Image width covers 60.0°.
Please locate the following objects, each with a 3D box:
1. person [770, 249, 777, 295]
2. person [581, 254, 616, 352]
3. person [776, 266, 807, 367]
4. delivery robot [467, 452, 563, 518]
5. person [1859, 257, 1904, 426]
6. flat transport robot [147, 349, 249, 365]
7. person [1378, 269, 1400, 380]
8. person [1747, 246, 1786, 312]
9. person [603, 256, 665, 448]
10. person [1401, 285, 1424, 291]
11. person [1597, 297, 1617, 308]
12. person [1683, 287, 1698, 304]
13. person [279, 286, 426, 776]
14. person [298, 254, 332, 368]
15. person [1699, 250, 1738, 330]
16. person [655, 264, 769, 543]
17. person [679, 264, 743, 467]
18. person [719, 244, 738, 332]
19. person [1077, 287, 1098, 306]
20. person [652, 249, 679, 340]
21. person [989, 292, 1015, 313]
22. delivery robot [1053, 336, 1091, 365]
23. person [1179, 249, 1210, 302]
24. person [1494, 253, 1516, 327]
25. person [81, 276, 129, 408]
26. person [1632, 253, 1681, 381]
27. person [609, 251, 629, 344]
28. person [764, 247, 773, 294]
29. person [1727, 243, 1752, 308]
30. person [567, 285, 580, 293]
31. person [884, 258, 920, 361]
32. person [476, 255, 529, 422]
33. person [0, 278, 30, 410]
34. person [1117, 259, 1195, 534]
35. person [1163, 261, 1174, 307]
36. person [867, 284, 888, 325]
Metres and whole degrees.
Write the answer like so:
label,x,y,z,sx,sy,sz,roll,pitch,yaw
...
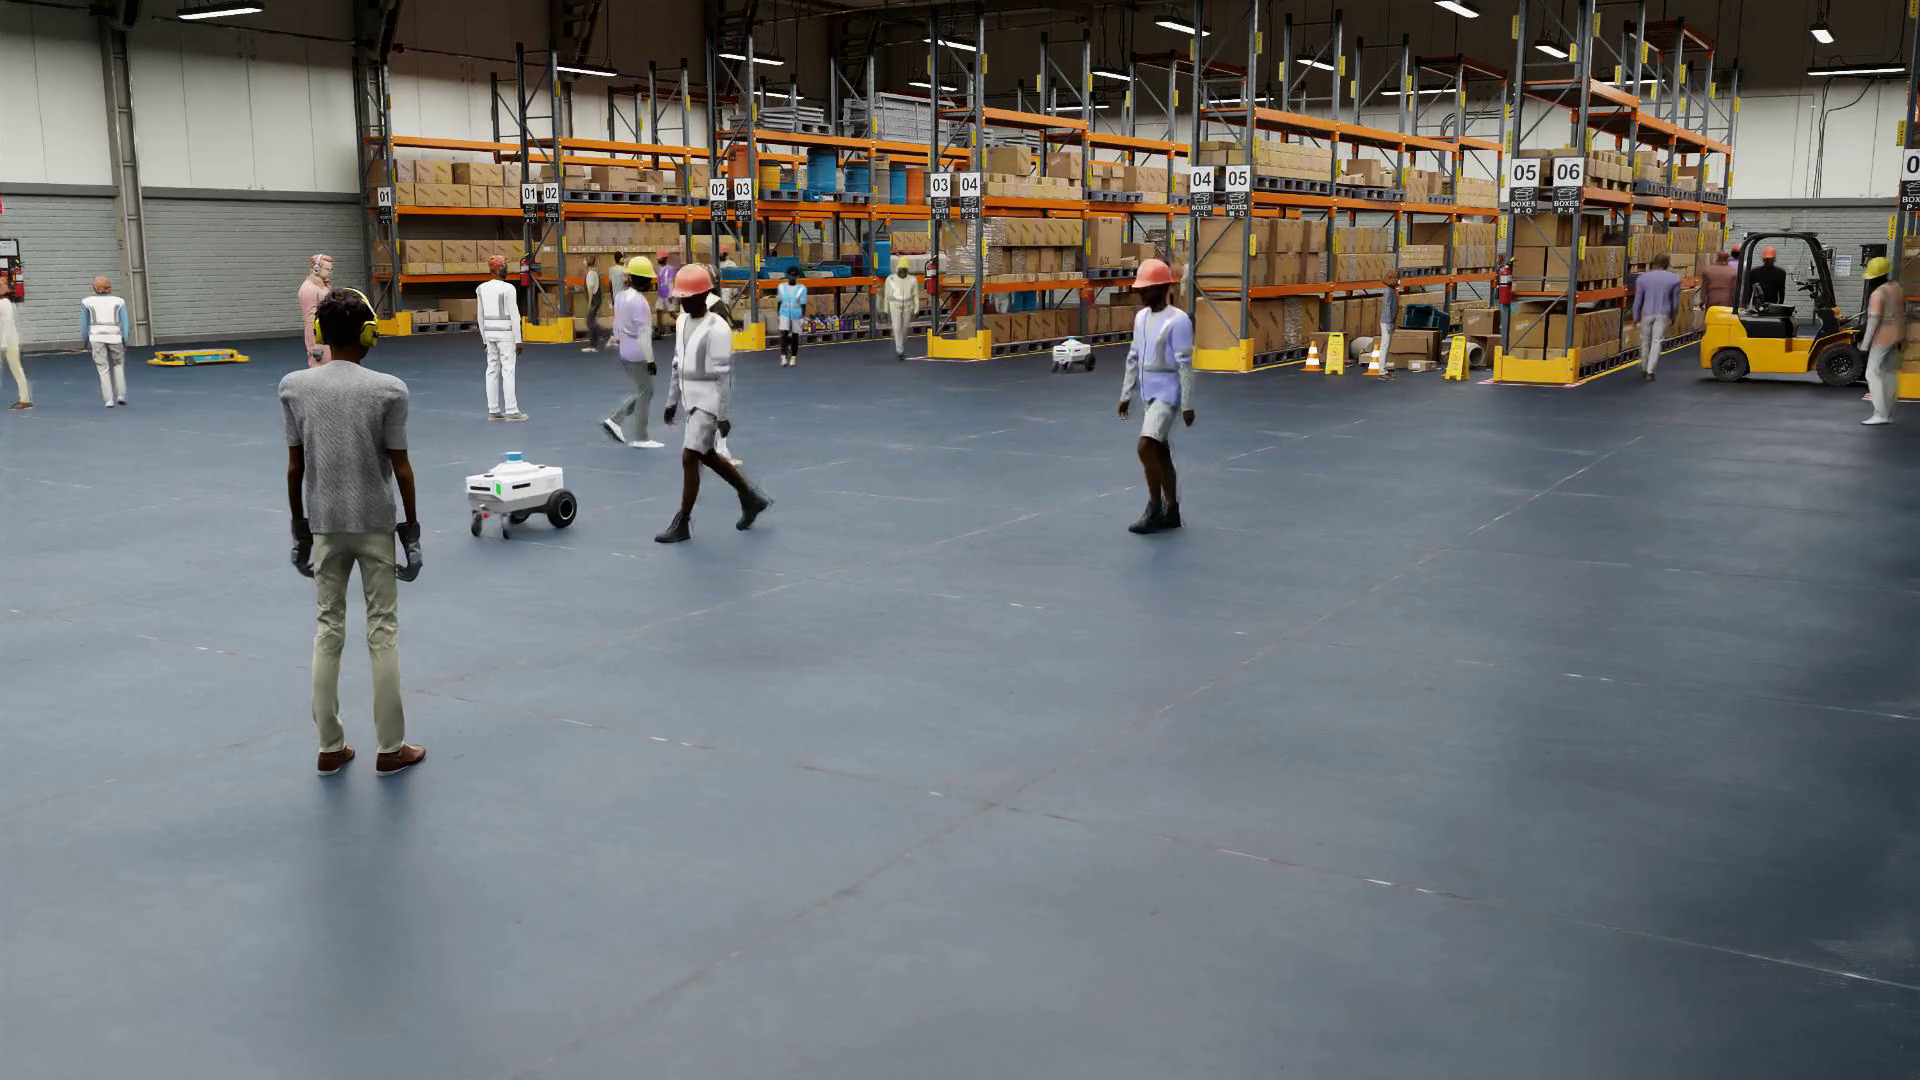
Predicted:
label,x,y,z,sx,sy,sz,roll,pitch,yaw
person,-4.807,-6.621,43.281,1.031,1.863,0.604,-5,11,-28
person,-6.738,-4.381,30.800,0.576,1.833,0.523,-1,10,-4
person,-2.753,-3.640,27.159,0.524,1.641,0.800,0,10,2
delivery robot,-3.127,-0.377,11.700,0.477,0.478,0.707,5,11,27
person,10.334,-2.219,18.610,0.709,1.876,0.380,-7,13,-36
flat transport robot,-12.750,-3.069,27.837,0.652,0.197,1.431,8,13,37
person,6.401,-3.207,24.790,0.280,1.634,0.498,4,11,19
person,14.420,-4.262,29.772,0.623,1.974,0.836,7,12,36
person,-3.193,-1.828,16.330,0.480,1.900,0.597,-4,11,-20
person,10.954,-6.056,40.349,0.636,1.782,0.983,7,12,34
person,15.575,-6.069,39.683,1.007,2.000,0.692,8,13,37
person,17.530,-5.959,39.630,0.744,1.847,0.582,4,11,22
person,-2.302,-0.022,6.328,0.509,1.863,0.311,0,10,1
person,-6.821,-2.101,17.852,0.409,1.903,0.639,-1,10,-8
person,14.365,-4.523,31.452,0.666,1.886,0.456,6,12,29
person,-1.704,-0.947,11.427,0.903,1.894,0.610,-8,13,-38
person,-2.278,-1.555,15.023,0.463,1.836,0.659,-9,13,-40
person,-5.270,-5.510,36.702,0.633,1.986,1.049,6,12,30
person,3.133,-6.208,41.258,0.546,1.748,0.566,5,11,27
person,-6.117,-5.137,34.853,0.556,1.911,0.860,8,13,38
person,0.810,-4.817,33.590,0.508,1.696,0.890,5,12,28
delivery robot,1.768,-2.977,26.263,0.477,0.478,0.707,6,12,32
person,4.909,-5.149,34.905,0.629,1.896,0.988,7,12,34
person,13.126,-6.041,40.226,0.989,1.801,0.584,5,11,27
person,-10.610,-2.460,20.654,0.518,1.612,0.679,-6,12,-30
person,10.343,-3.310,24.729,0.629,1.872,1.092,5,11,26
person,-6.779,-4.832,33.257,0.508,1.865,0.329,6,12,32
person,-4.954,-6.785,44.020,0.630,1.935,1.044,9,14,42
person,15.731,-5.011,33.809,0.606,2.029,0.467,5,11,27
person,-8.547,-5.382,36.450,0.607,1.814,0.423,6,12,28
person,-1.006,-4.004,28.864,0.602,1.781,0.961,-2,10,-13
person,-5.218,-2.285,18.930,0.574,1.883,0.355,5,11,27
person,-11.665,-2.359,20.081,0.523,1.604,0.719,8,13,39
person,1.333,-0.993,11.619,0.653,1.910,0.553,-4,11,-23
person,3.763,-4.303,30.755,0.319,1.697,0.533,-8,13,-37
person,-1.960,-5.788,39.302,0.520,1.622,0.428,8,13,38
